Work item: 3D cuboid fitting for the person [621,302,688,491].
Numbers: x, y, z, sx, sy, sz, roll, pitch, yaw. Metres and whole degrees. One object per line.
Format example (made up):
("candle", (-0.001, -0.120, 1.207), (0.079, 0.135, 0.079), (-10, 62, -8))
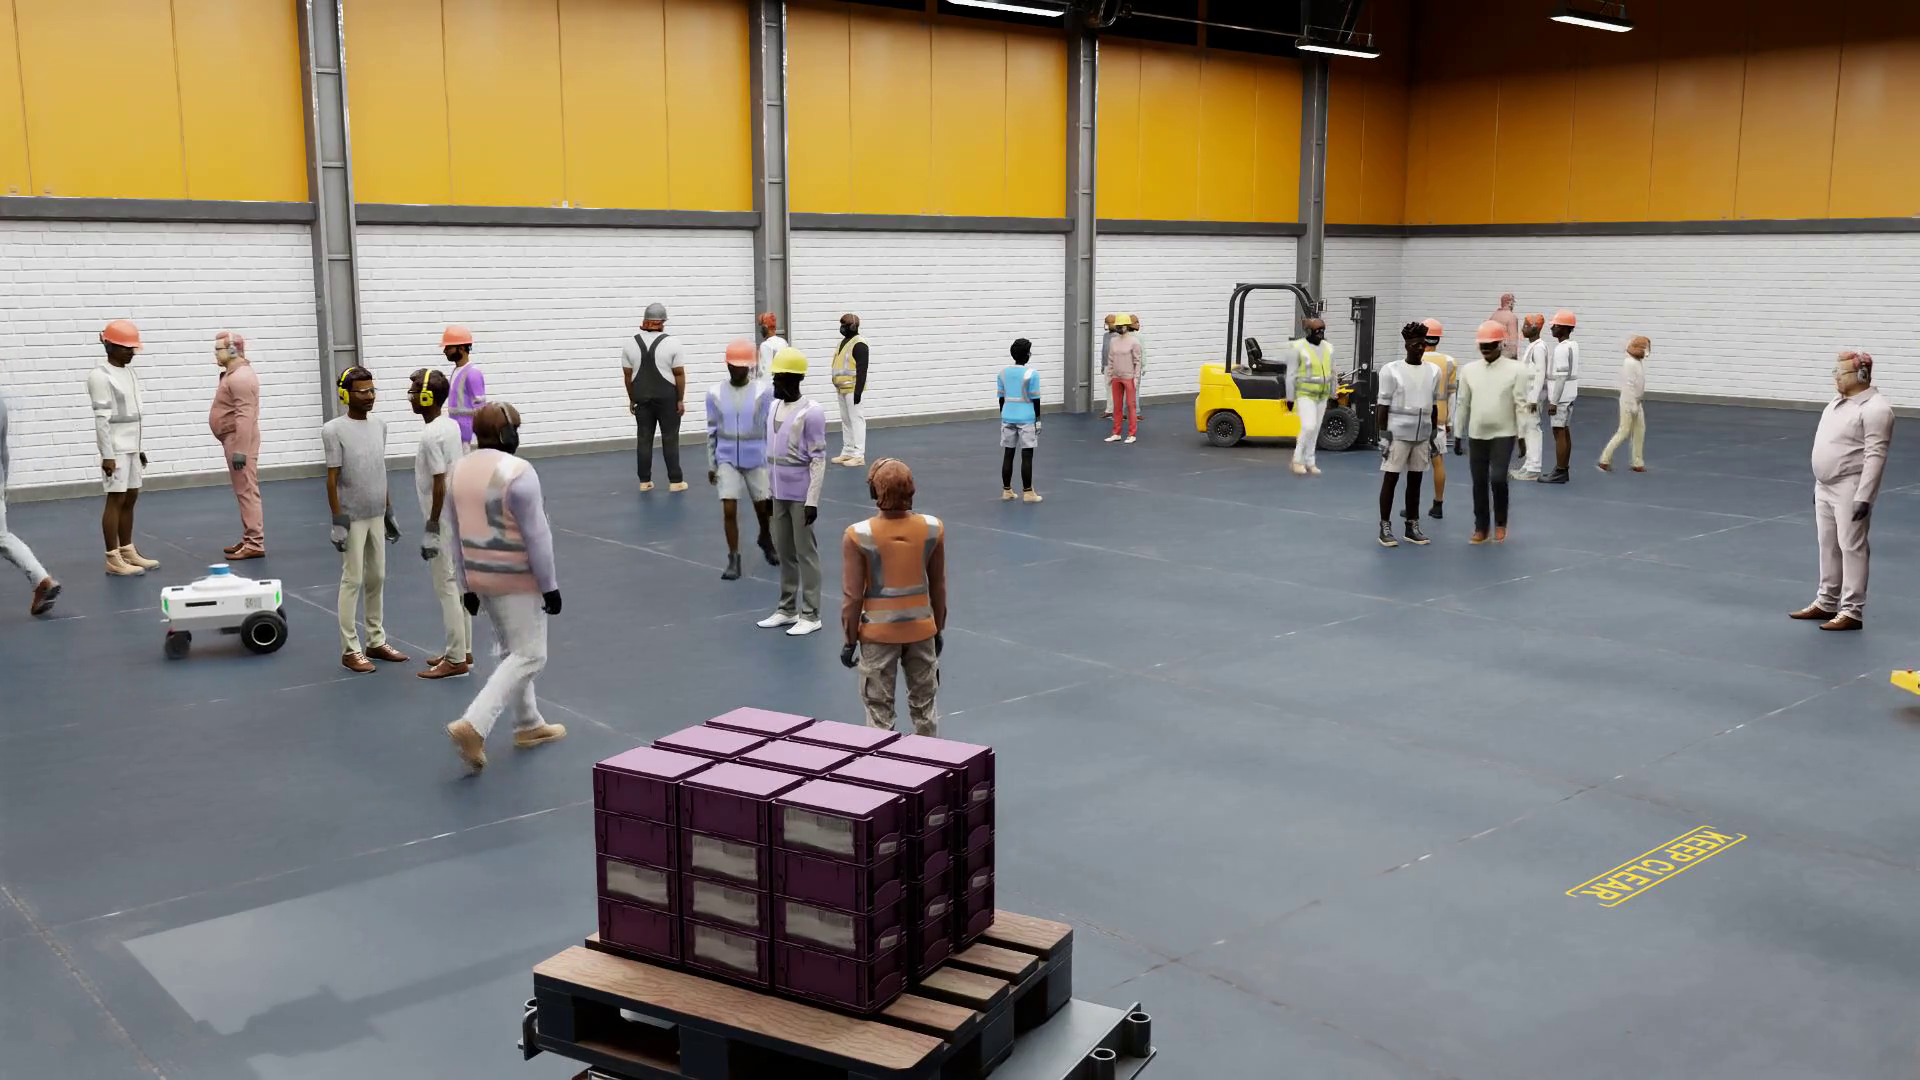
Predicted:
("person", (-3.270, -1.546, 17.990), (0.683, 2.000, 0.536), (2, 10, 11))

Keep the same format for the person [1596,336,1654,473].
("person", (7.797, -1.571, 19.432), (0.654, 1.614, 0.500), (8, 12, 38))

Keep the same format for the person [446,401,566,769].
("person", (-2.294, 0.216, 8.316), (0.642, 1.821, 0.772), (9, 13, 41))

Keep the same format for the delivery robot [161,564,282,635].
("delivery robot", (-4.734, 0.399, 10.676), (0.707, 0.478, 0.477), (-4, 11, -22))

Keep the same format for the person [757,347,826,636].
("person", (-1.129, -0.327, 11.181), (0.363, 1.930, 0.587), (-8, 13, -40))

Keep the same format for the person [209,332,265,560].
("person", (-6.069, -0.791, 13.963), (0.409, 1.905, 0.651), (-4, 11, -24))

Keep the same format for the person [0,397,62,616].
("person", (-6.785, -0.375, 11.521), (0.887, 1.913, 0.644), (1, 10, 9))

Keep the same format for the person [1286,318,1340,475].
("person", (4.085, -1.655, 19.256), (0.648, 1.828, 0.462), (-6, 11, -30))

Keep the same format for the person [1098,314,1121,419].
("person", (2.365, -2.691, 25.886), (0.271, 1.631, 0.507), (-6, 11, -31))

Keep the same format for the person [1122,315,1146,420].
("person", (2.646, -2.660, 25.705), (0.501, 1.633, 0.279), (6, 11, 32))

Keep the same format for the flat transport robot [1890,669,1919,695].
("flat transport robot", (6.008, 0.825, 9.138), (1.431, 0.197, 0.652), (3, 7, -3))

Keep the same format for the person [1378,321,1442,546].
("person", (3.940, -0.928, 14.587), (0.608, 1.966, 0.374), (-3, 10, -15))

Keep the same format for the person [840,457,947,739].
("person", (-0.292, 0.447, 7.491), (0.512, 1.642, 0.312), (-5, 11, -25))

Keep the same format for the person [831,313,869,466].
("person", (-1.341, -1.822, 20.185), (0.429, 1.846, 0.626), (-5, 11, -28))

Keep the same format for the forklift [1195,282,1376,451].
("forklift", (4.328, -2.346, 22.227), (2.313, 2.155, 1.214), (3, 10, 16))

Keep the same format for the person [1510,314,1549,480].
("person", (6.483, -1.616, 18.856), (0.339, 1.882, 0.584), (2, 10, 12))

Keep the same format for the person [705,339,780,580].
("person", (-1.702, -0.657, 13.203), (0.576, 1.905, 0.772), (0, 10, 2))

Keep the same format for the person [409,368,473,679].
("person", (-3.136, -0.097, 10.005), (0.331, 1.874, 0.519), (-1, 10, -3))

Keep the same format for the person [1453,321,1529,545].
("person", (4.613, -0.921, 14.514), (0.650, 1.973, 0.460), (7, 12, 37))

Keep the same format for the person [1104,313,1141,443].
("person", (2.218, -2.193, 22.579), (0.526, 1.768, 0.331), (9, 13, 43))

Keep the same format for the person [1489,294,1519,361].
("person", (9.178, -3.184, 27.982), (0.409, 1.906, 0.649), (-3, 10, -19))

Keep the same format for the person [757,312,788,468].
("person", (-2.189, -1.697, 19.341), (0.355, 1.883, 0.573), (3, 10, 17))

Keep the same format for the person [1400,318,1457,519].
("person", (4.496, -1.165, 16.060), (0.553, 1.935, 0.361), (-1, 10, -7))

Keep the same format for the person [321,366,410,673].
("person", (-3.655, -0.133, 10.219), (0.324, 1.871, 0.526), (4, 10, 22))

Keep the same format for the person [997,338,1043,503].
("person", (0.621, -1.223, 17.105), (0.538, 1.696, 0.317), (7, 12, 37))

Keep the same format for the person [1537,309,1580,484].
("person", (6.700, -1.597, 18.580), (0.348, 1.942, 0.543), (6, 11, 32))

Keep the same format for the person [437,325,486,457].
("person", (-4.356, -0.916, 14.604), (0.375, 1.935, 0.551), (-7, 12, -35))

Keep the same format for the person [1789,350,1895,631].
("person", (6.009, -0.340, 11.329), (0.410, 1.906, 0.642), (0, 10, -2))

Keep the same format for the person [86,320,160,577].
("person", (-6.638, -0.730, 13.244), (0.405, 2.030, 0.611), (0, 10, -2))
